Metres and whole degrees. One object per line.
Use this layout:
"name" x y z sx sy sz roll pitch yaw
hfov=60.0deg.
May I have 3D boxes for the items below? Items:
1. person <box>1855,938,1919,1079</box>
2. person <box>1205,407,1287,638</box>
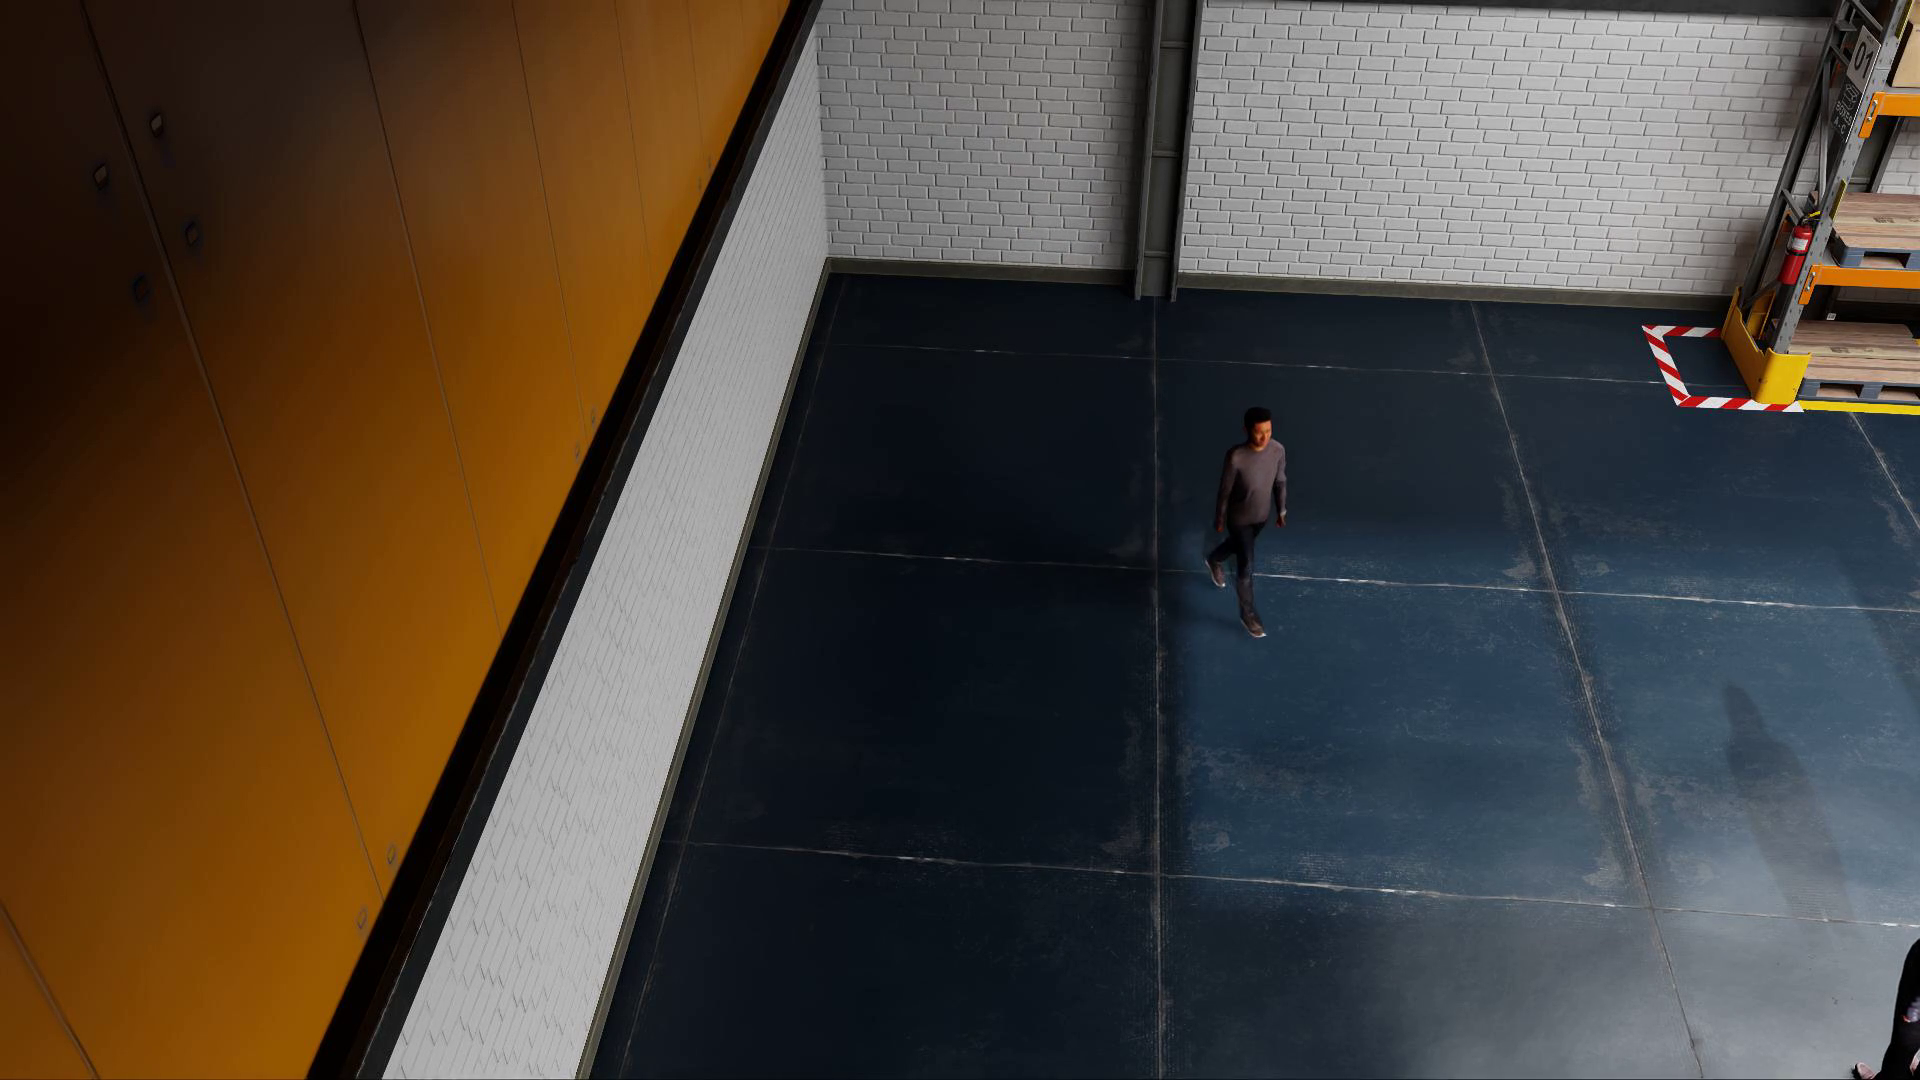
"person" 5.158 2.405 8.701 0.650 1.596 0.776 -3 39 -4
"person" 2.018 -0.231 11.893 1.162 1.731 1.073 -30 47 -32
